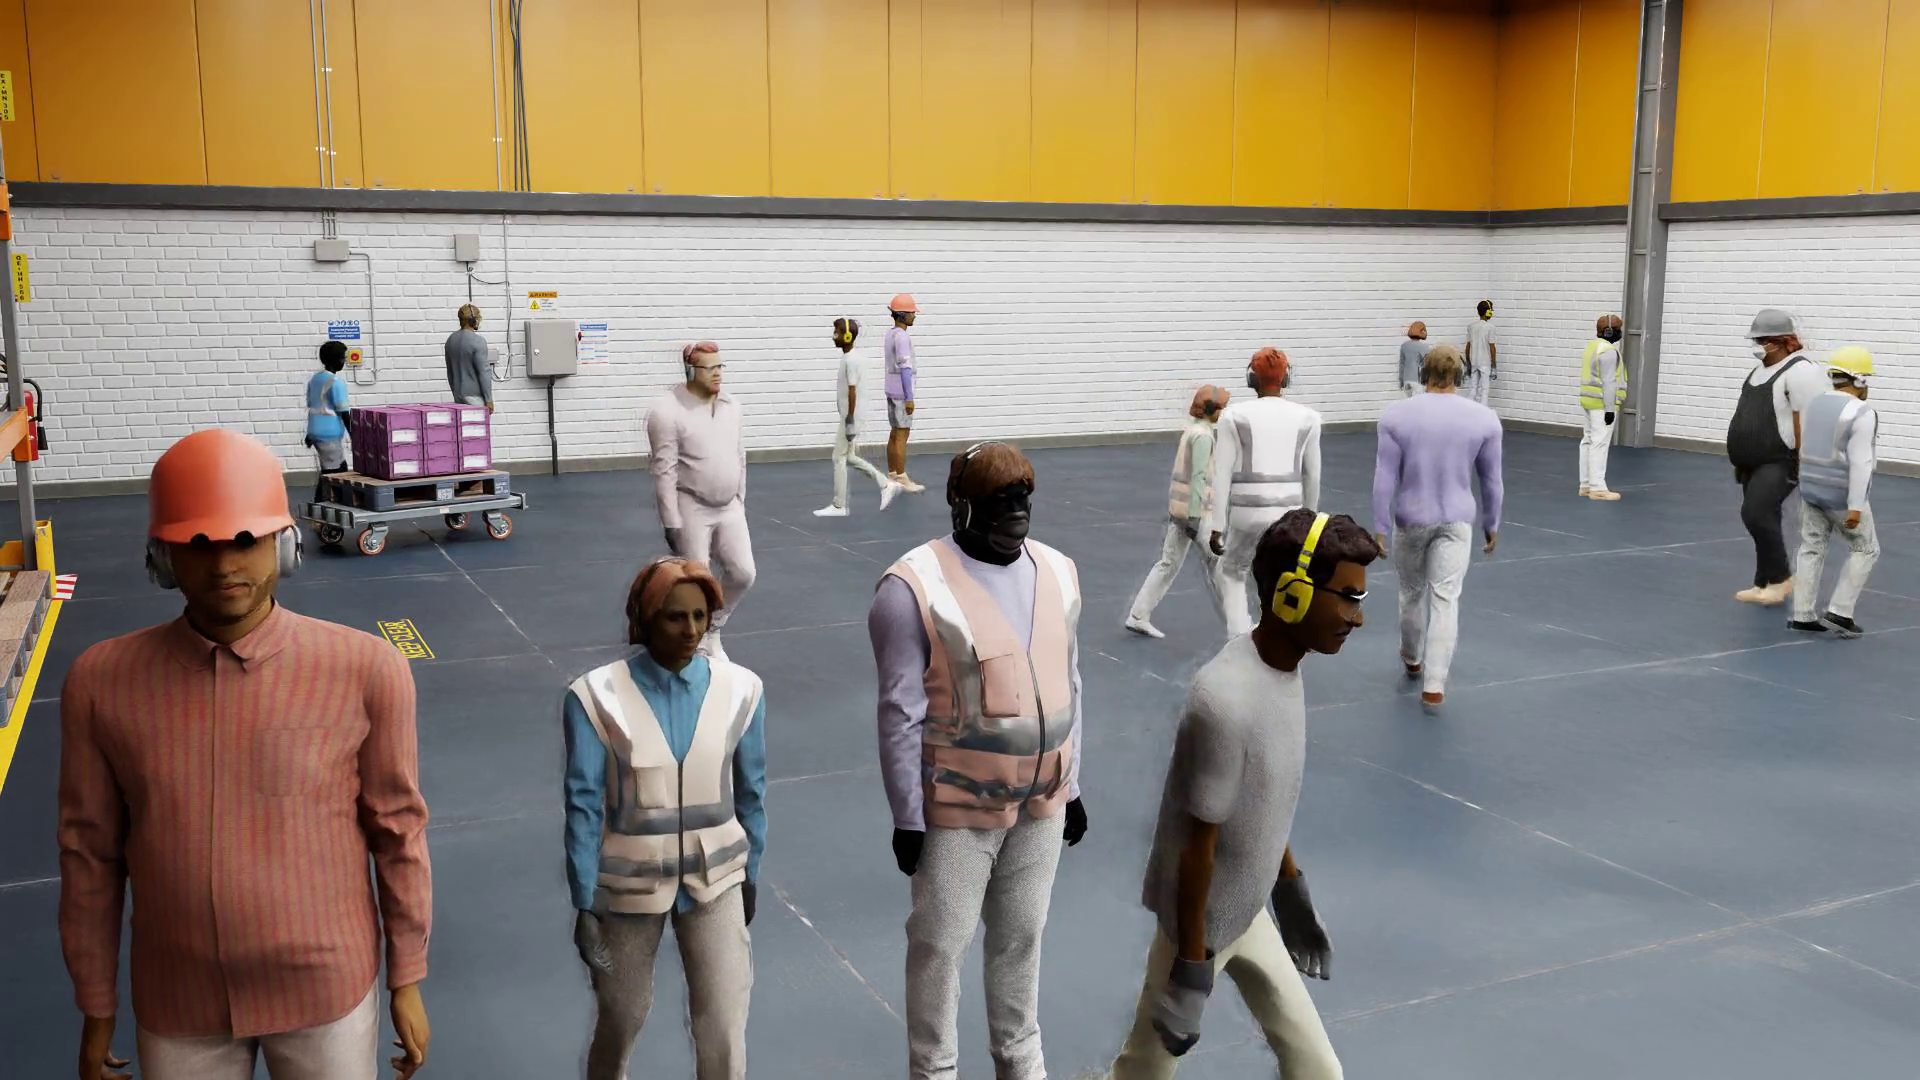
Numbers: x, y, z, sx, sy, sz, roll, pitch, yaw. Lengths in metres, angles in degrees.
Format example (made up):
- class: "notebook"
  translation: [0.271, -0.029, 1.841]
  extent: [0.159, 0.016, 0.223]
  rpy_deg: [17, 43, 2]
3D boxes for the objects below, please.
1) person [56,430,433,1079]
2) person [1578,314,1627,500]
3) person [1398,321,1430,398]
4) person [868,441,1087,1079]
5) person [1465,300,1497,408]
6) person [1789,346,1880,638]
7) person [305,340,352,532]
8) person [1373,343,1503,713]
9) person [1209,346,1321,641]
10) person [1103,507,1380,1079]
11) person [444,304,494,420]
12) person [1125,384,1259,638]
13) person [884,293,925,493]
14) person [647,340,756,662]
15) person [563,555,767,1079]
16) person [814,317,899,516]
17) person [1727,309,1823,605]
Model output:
- class: "person"
  translation: [-1.266, 0.804, 2.982]
  extent: [0.624, 2.002, 0.412]
  rpy_deg: [-2, 9, -11]
- class: "person"
  translation: [6.428, -1.328, 16.639]
  extent: [0.430, 1.844, 0.624]
  rpy_deg: [0, 9, 3]
- class: "person"
  translation: [6.052, -2.089, 22.066]
  extent: [0.343, 1.623, 0.501]
  rpy_deg: [-4, 10, -25]
- class: "person"
  translation: [0.081, 0.665, 4.275]
  extent: [0.627, 1.844, 0.429]
  rpy_deg: [-7, 11, -35]
- class: "person"
  translation: [7.392, -2.451, 23.538]
  extent: [0.321, 1.866, 0.532]
  rpy_deg: [-6, 11, -33]
- class: "person"
  translation: [5.433, -0.287, 10.276]
  extent: [0.495, 1.814, 0.602]
  rpy_deg: [-3, 10, -16]
- class: "person"
  translation: [-5.456, -0.907, 14.565]
  extent: [0.581, 1.674, 0.540]
  rpy_deg: [-8, 12, -40]
- class: "person"
  translation: [2.531, -0.095, 8.841]
  extent: [0.660, 1.882, 1.021]
  rpy_deg: [2, 9, 15]
- class: "person"
  translation: [1.635, -0.104, 8.953]
  extent: [0.617, 1.866, 0.493]
  rpy_deg: [-1, 9, -5]
- class: "person"
  translation: [0.612, 0.828, 3.461]
  extent: [1.003, 1.776, 0.520]
  rpy_deg: [5, 10, 28]
- class: "person"
  translation: [-5.048, -1.468, 17.210]
  extent: [0.631, 1.940, 0.372]
  rpy_deg: [7, 11, 36]
- class: "person"
  translation: [1.446, -0.165, 10.204]
  extent: [0.892, 1.591, 0.544]
  rpy_deg: [0, 9, -2]
- class: "person"
  translation: [-0.585, -1.505, 17.112]
  extent: [0.371, 2.044, 0.608]
  rpy_deg: [-3, 10, -17]
- class: "person"
  translation: [-1.404, -0.157, 9.232]
  extent: [0.429, 1.890, 0.676]
  rpy_deg: [8, 12, 41]
- class: "person"
  translation: [-0.712, 0.820, 4.009]
  extent: [0.509, 1.608, 0.793]
  rpy_deg: [-4, 10, -23]
- class: "person"
  translation: [-0.975, -1.130, 15.371]
  extent: [0.702, 1.853, 0.532]
  rpy_deg: [0, 9, 1]
- class: "person"
  translation: [5.464, -0.559, 11.253]
  extent: [0.539, 2.000, 0.721]
  rpy_deg: [0, 9, -2]
